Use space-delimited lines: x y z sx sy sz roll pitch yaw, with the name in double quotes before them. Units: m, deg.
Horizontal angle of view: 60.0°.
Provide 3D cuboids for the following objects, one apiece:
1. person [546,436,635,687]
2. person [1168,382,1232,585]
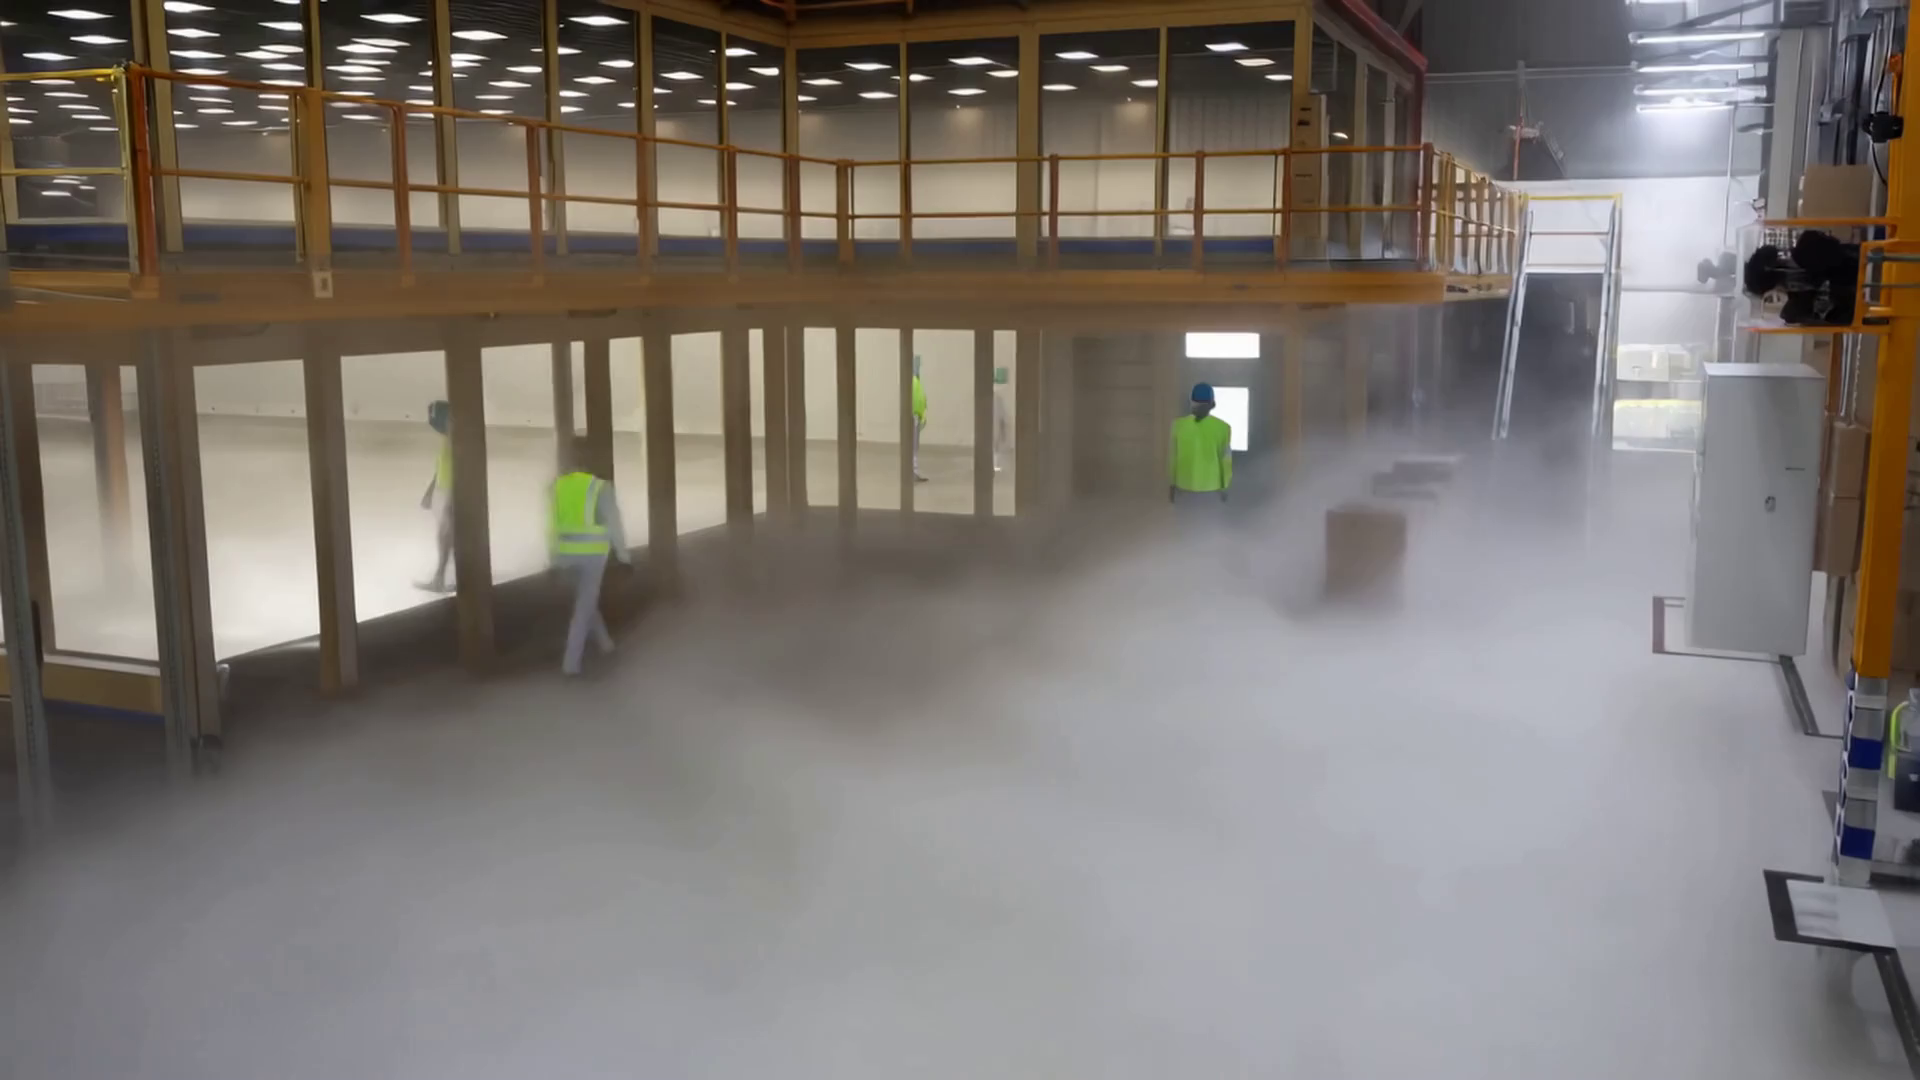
"person" -2.773 0.129 12.491 0.578 1.829 0.985 4 10 25
"person" 2.329 -0.541 16.168 0.612 1.986 0.406 1 9 7
